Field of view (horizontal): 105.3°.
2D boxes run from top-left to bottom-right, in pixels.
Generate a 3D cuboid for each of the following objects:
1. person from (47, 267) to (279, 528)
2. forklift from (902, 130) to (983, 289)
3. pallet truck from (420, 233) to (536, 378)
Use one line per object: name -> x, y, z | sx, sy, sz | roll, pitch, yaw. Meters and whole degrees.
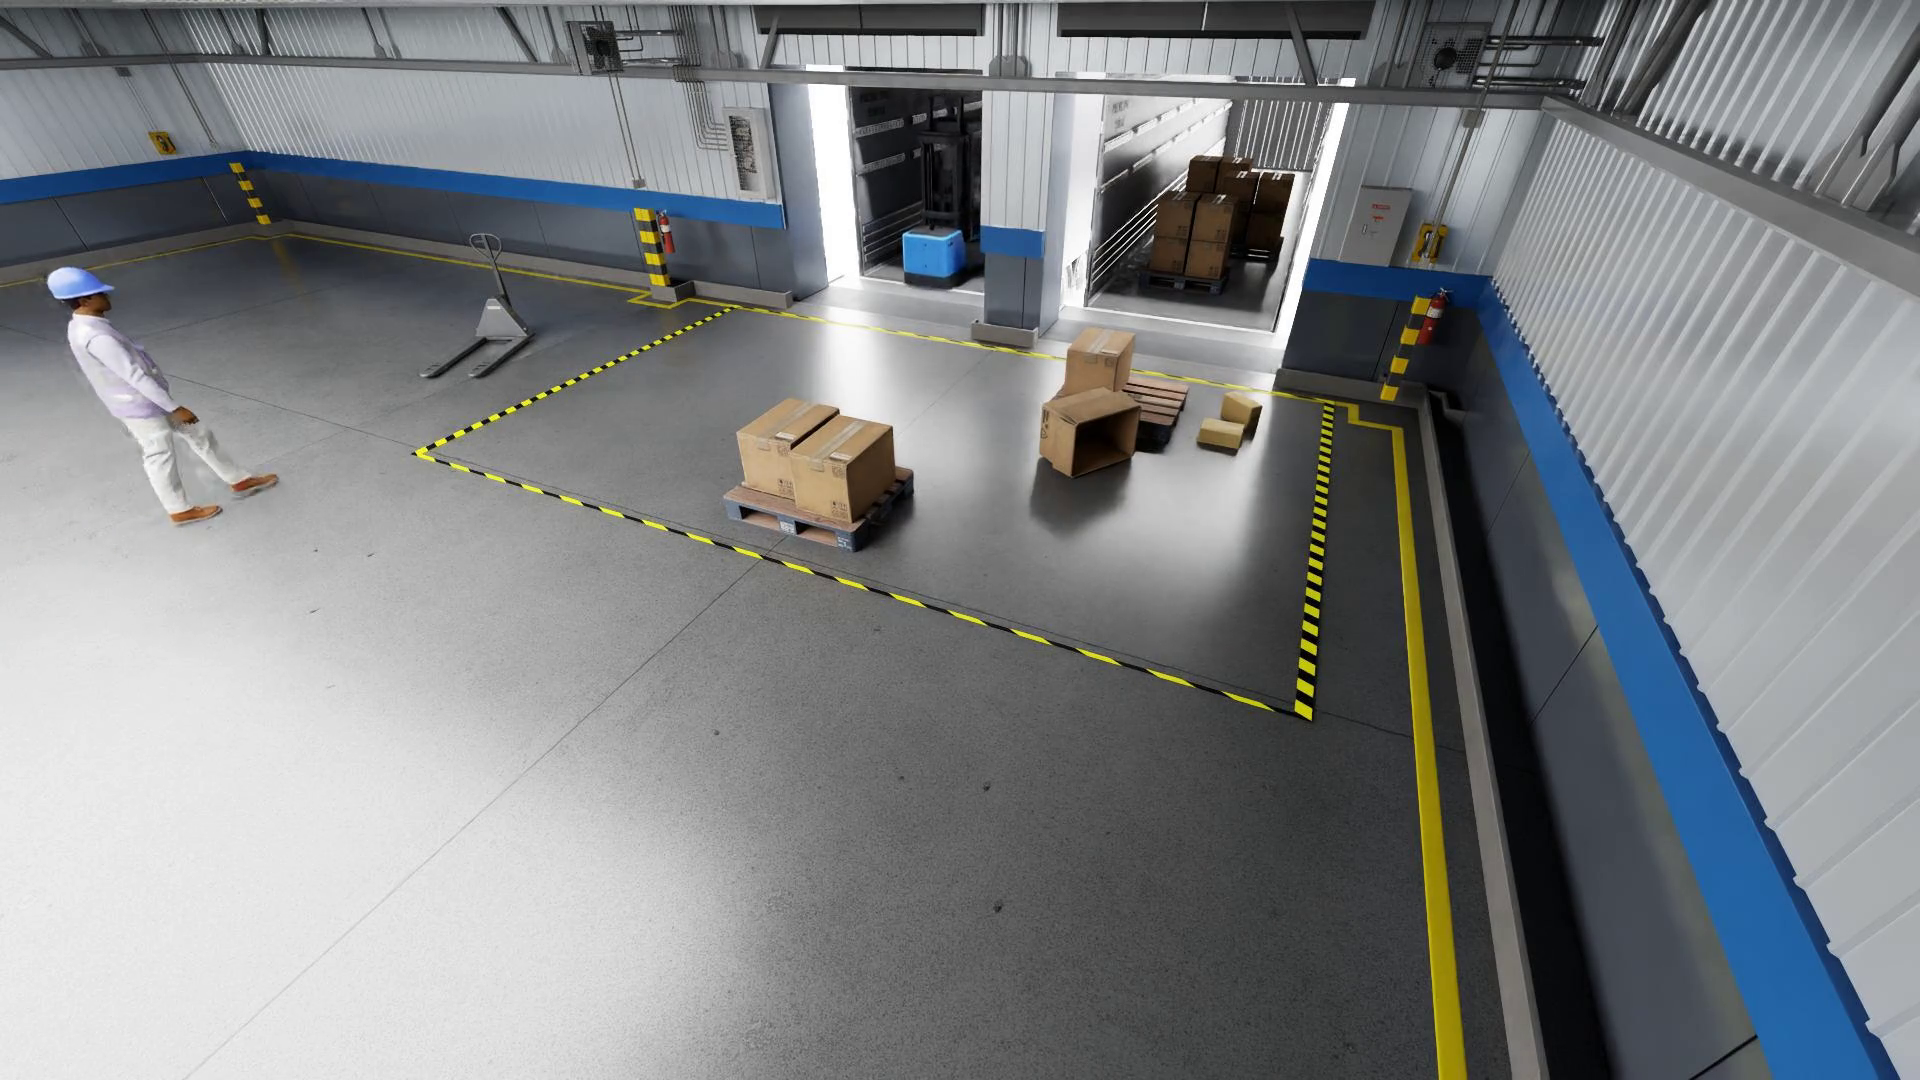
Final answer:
person -> -5.998, -1.049, 5.492 | 0.602, 1.925, 0.731 | 28, 44, 33
forklift -> -0.344, -4.754, 10.601 | 0.716, 2.013, 0.776 | 15, 38, 20
pallet truck -> -5.664, -2.712, 8.427 | 0.680, 1.201, 1.601 | 0, 35, -1
